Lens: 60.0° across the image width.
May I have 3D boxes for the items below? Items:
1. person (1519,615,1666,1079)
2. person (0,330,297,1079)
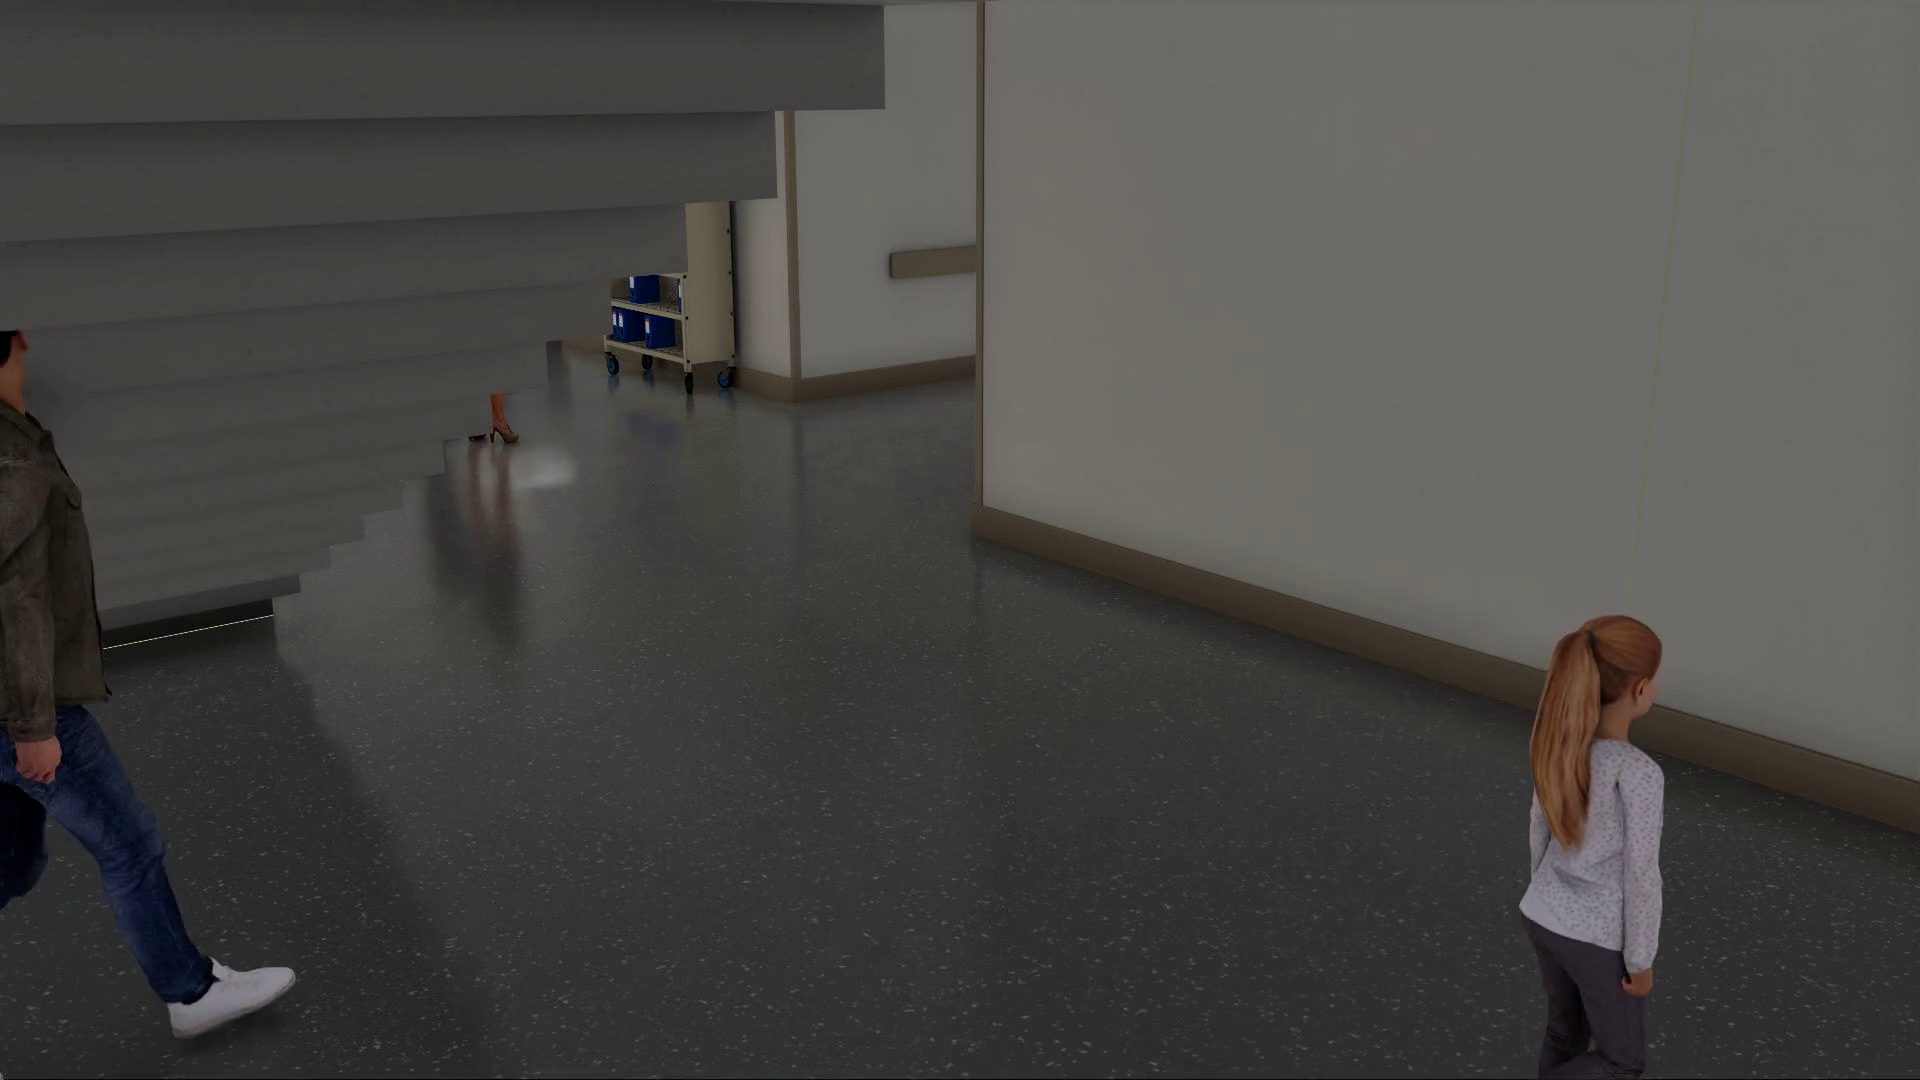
[{"bbox_3d":[1.179,0.776,3.285,0.704,1.266,0.721,-5,16,-16],"label":"person"},{"bbox_3d":[-2.163,0.380,3.647,0.785,1.831,1.084,-11,19,-35],"label":"person"}]
